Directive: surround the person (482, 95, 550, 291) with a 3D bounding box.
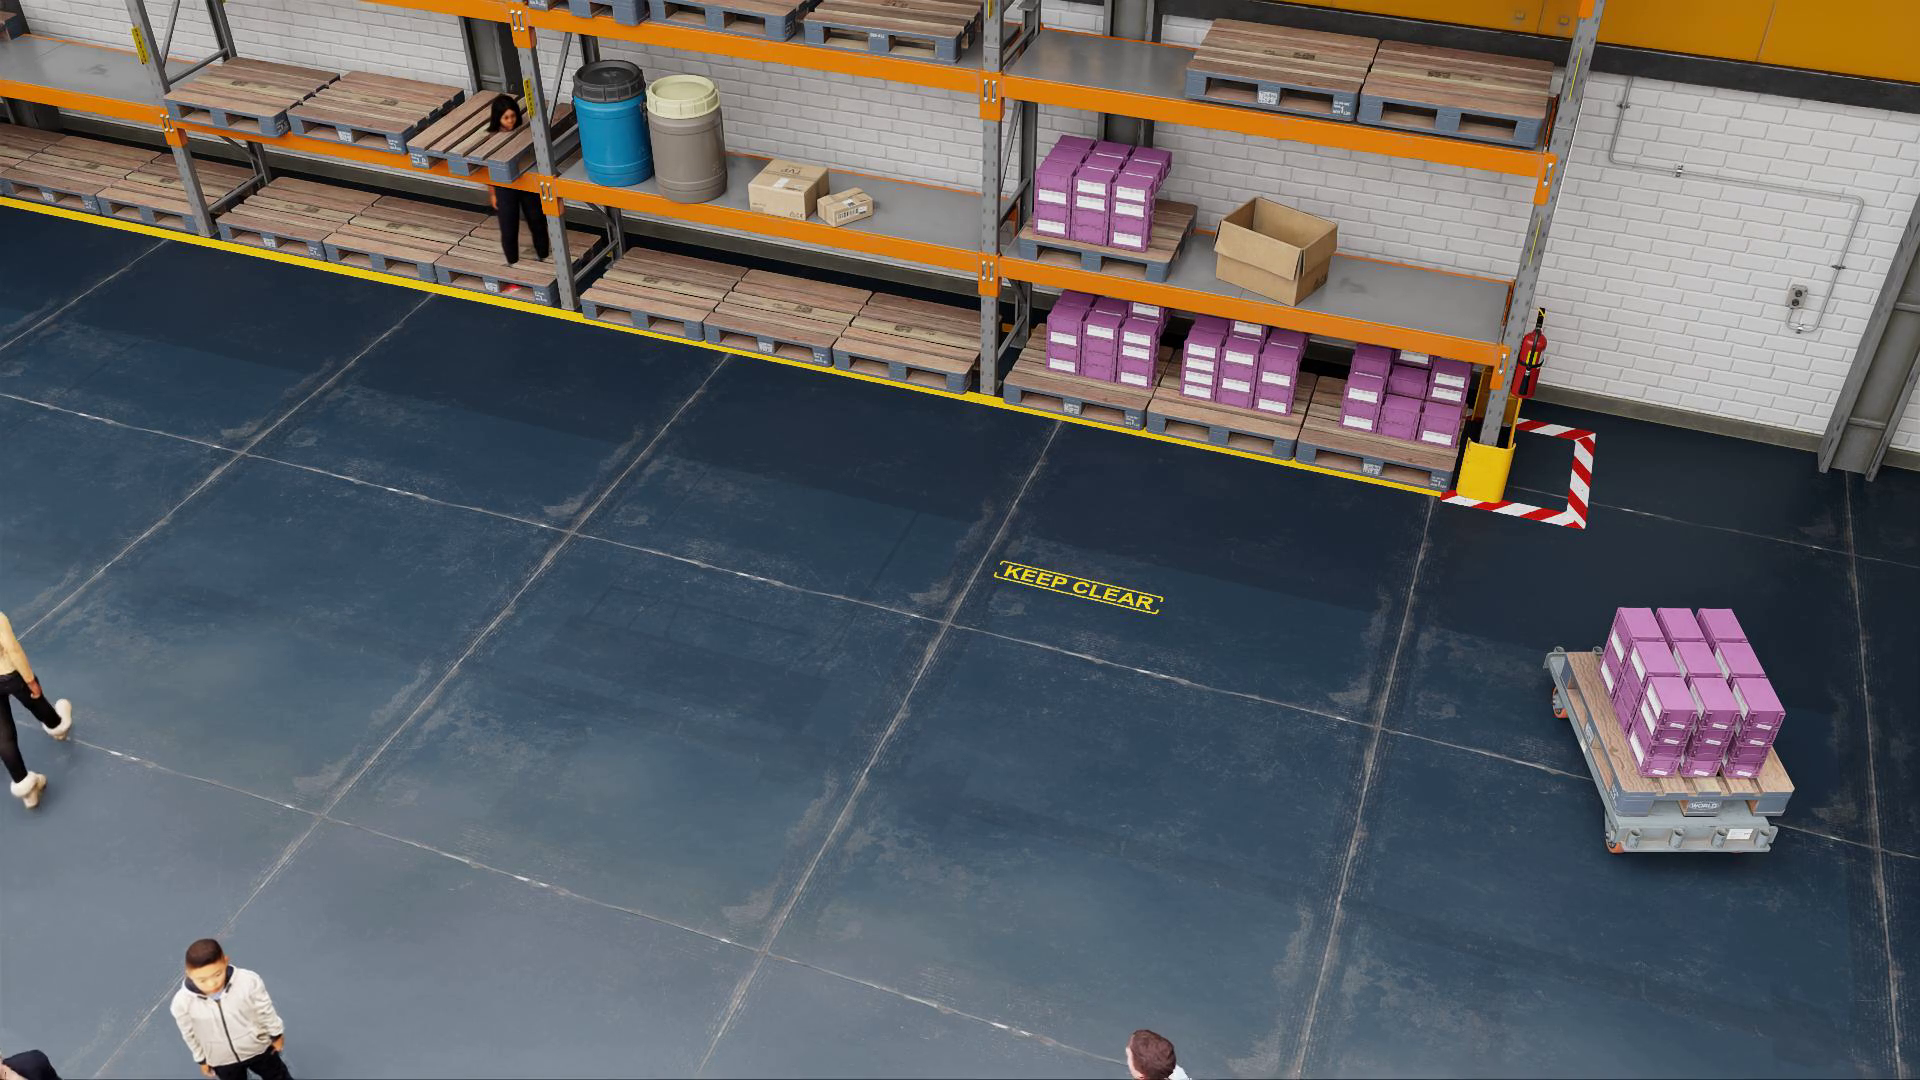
[{"bbox_3d":[-3.946,-3.120,14.836,0.769,1.813,0.833,-15,41,-18],"label":"person"}]

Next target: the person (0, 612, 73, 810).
[{"bbox_3d":[-5.766,0.904,9.953,1.118,1.620,1.052,-8,39,-10],"label":"person"}]

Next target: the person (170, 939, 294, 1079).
[{"bbox_3d":[-3.547,2.444,8.161,0.637,1.449,0.692,-17,41,-20],"label":"person"}]
